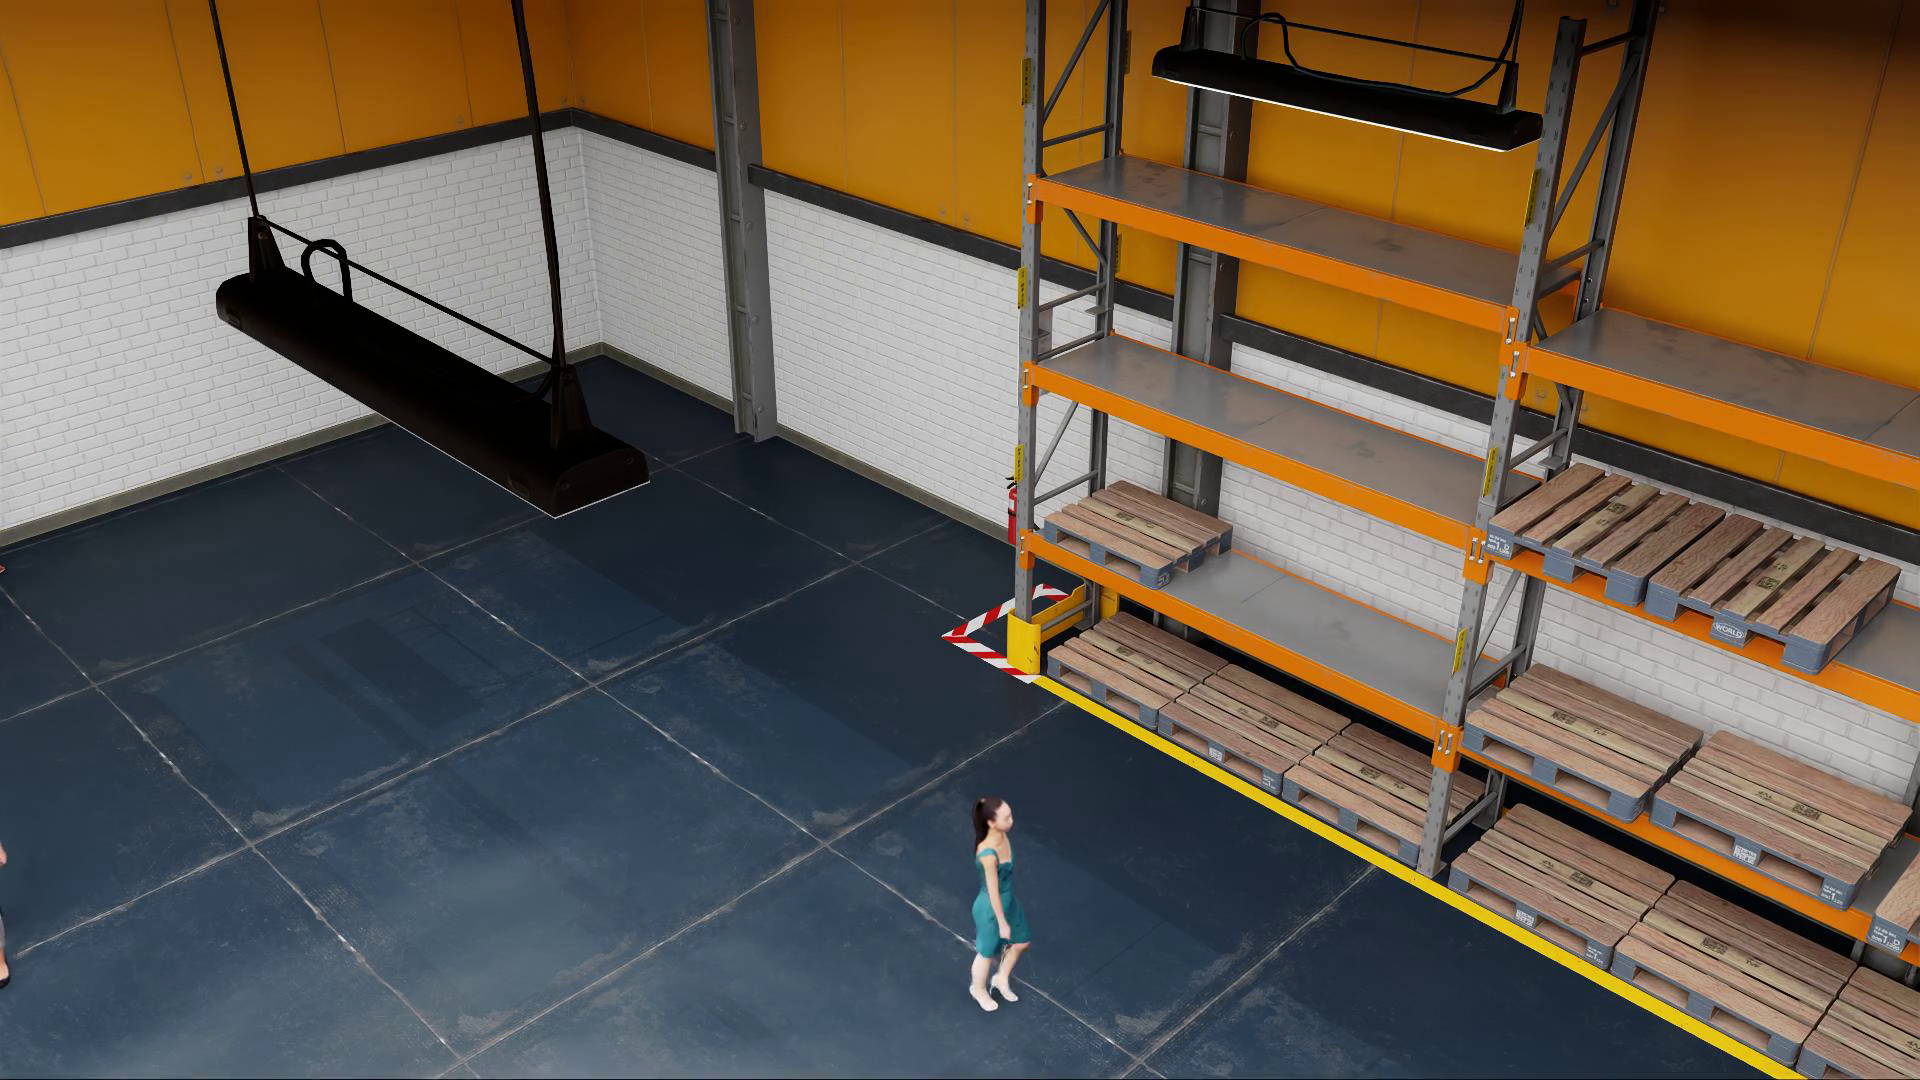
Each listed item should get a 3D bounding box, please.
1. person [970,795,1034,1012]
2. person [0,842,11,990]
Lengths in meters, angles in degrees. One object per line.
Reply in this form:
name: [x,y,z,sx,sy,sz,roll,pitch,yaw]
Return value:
person: [0.142,2.302,10.428,0.719,1.672,0.667,10,30,18]
person: [-6.492,2.072,10.884,0.876,1.641,1.169,-11,31,-20]
